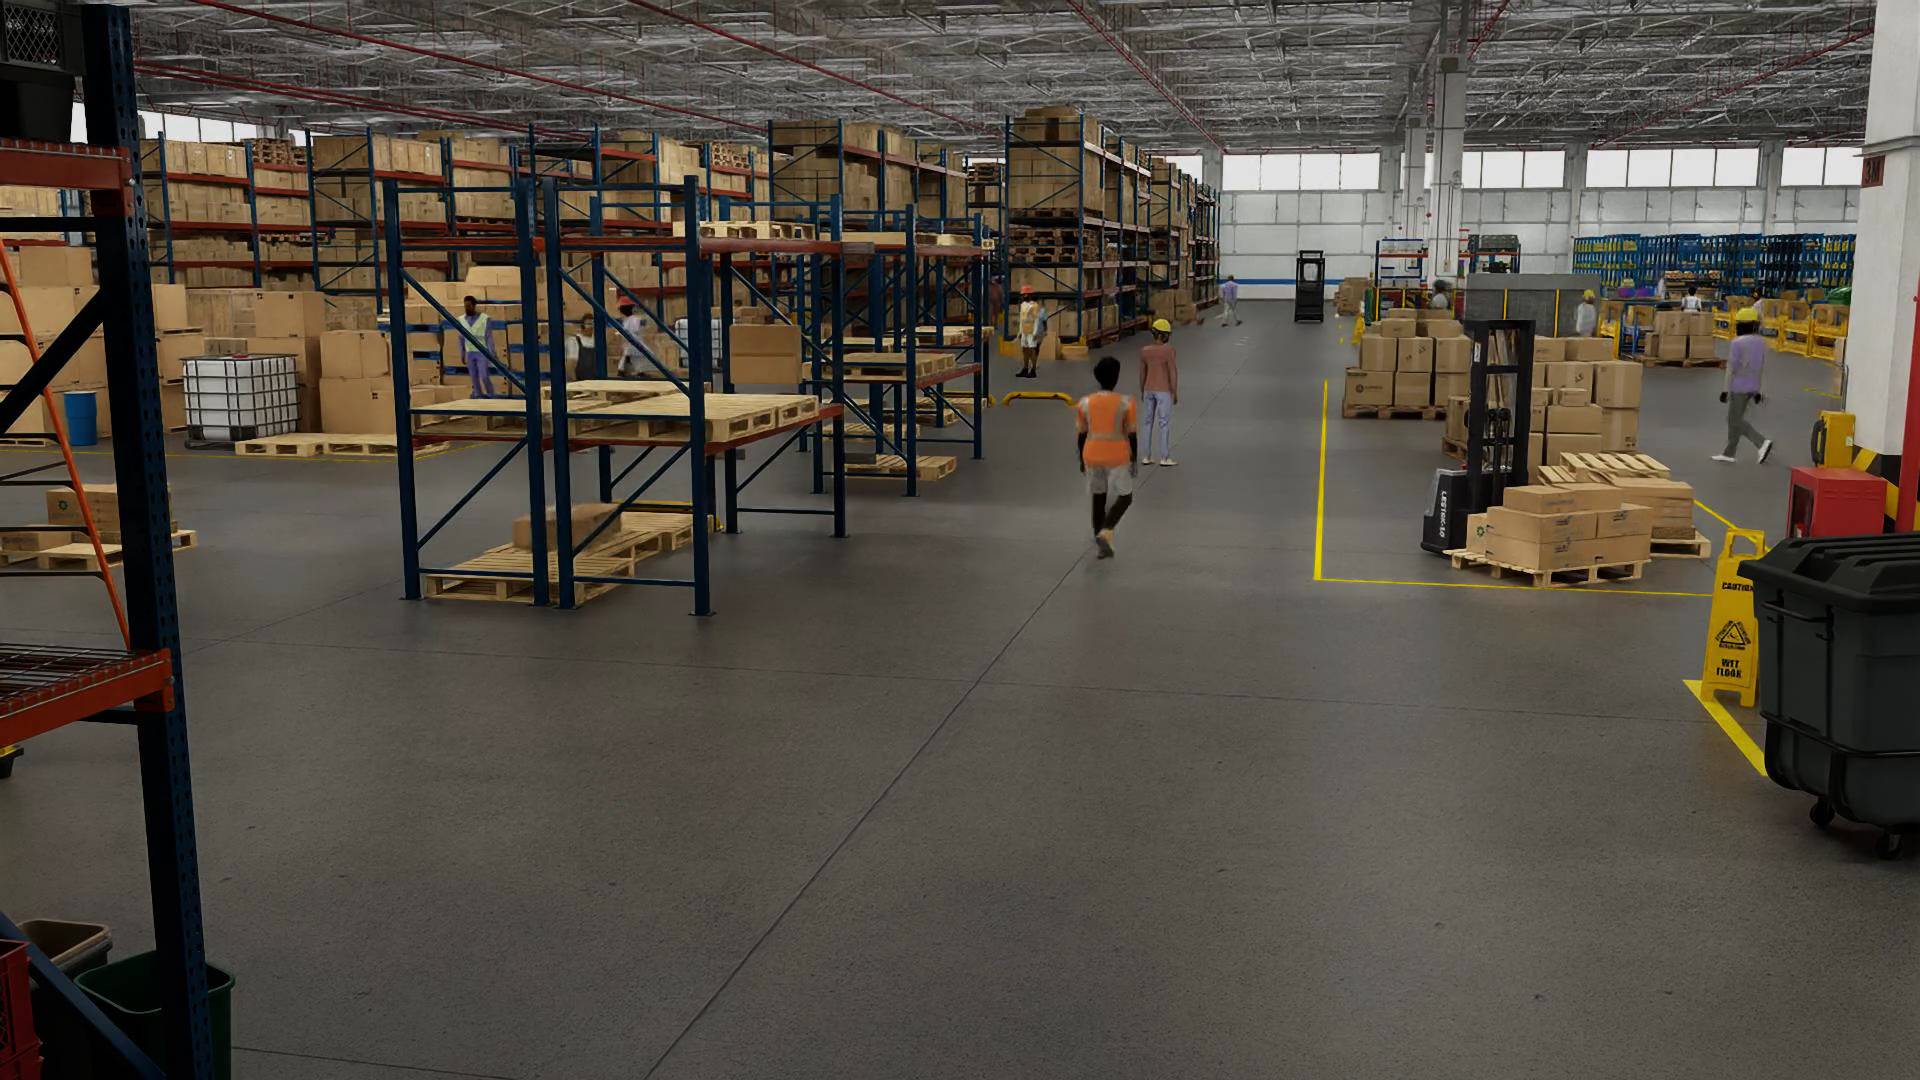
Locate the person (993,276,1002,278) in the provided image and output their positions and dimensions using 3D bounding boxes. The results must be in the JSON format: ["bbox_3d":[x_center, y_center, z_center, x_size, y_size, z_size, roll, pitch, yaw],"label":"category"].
[{"bbox_3d":[2.087,-14.182,93.115,0.572,1.884,0.971,0,10,-2],"label":"person"}]

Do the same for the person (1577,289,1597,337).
[{"bbox_3d":[14.271,-4.830,38.001,0.599,1.803,0.834,-9,13,-44],"label":"person"}]

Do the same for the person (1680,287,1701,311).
[{"bbox_3d":[21.275,-6.532,48.487,0.545,1.647,0.854,3,10,17],"label":"person"}]

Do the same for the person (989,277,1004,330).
[{"bbox_3d":[1.202,-8.325,58.507,0.650,1.870,0.929,-1,10,-3],"label":"person"}]

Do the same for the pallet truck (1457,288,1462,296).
[{"bbox_3d":[20.506,-9.785,68.819,0.653,1.274,1.630,2,10,12],"label":"pallet truck"}]

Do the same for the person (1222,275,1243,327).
[{"bbox_3d":[10.016,-8.812,61.340,0.640,1.877,1.034,9,13,42],"label":"person"}]

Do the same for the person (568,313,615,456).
[{"bbox_3d":[-4.667,-1.945,20.934,0.514,1.798,0.948,-6,11,-32],"label":"person"}]

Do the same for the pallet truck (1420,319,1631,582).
[{"bbox_3d":[4.543,-0.757,13.299,0.823,1.965,1.885,-4,10,-22],"label":"pallet truck"}]

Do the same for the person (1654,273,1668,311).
[{"bbox_3d":[30.917,-10.767,72.949,0.954,1.860,0.664,3,10,20],"label":"person"}]

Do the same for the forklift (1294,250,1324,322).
[{"bbox_3d":[13.778,-10.002,65.433,1.129,2.768,1.873,2,10,12],"label":"forklift"}]

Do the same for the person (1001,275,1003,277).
[{"bbox_3d":[2.300,-14.466,94.974,0.573,1.828,0.644,4,10,21],"label":"person"}]

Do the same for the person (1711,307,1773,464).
[{"bbox_3d":[9.489,-1.852,20.055,0.592,1.909,0.755,-7,12,-34],"label":"person"}]

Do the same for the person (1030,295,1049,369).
[{"bbox_3d":[1.749,-4.703,37.614,0.545,1.673,0.674,-4,10,-22],"label":"person"}]

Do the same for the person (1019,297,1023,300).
[{"bbox_3d":[2.167,-7.467,53.921,0.533,1.697,0.319,-5,11,-27],"label":"person"}]

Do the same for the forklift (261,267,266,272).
[{"bbox_3d":[-24.355,-8.655,57.457,1.873,2.768,1.129,5,11,28],"label":"forklift"}]

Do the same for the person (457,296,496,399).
[{"bbox_3d":[-7.928,-3.066,27.323,0.624,1.889,0.466,2,10,11],"label":"person"}]

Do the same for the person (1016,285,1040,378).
[{"bbox_3d":[1.417,-4.360,34.808,0.369,1.939,0.542,-7,12,-36],"label":"person"}]

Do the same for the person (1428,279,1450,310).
[{"bbox_3d":[11.239,-5.148,39.171,0.543,2.000,0.716,6,11,33],"label":"person"}]

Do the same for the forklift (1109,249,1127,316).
[{"bbox_3d":[5.906,-9.299,61.271,1.873,2.768,1.129,2,10,12],"label":"forklift"}]

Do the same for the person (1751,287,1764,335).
[{"bbox_3d":[17.711,-4.696,37.018,0.331,1.866,0.513,4,10,23],"label":"person"}]

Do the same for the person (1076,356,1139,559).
[{"bbox_3d":[1.192,-0.655,13.591,0.548,1.686,0.449,5,11,28],"label":"person"}]

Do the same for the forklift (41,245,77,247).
[{"bbox_3d":[-23.518,-6.320,43.632,1.873,2.768,1.129,2,10,12],"label":"forklift"}]

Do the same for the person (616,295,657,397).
[{"bbox_3d":[-5.423,-3.102,27.528,0.984,1.896,0.564,-7,12,-35],"label":"person"}]

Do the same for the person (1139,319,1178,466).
[{"bbox_3d":[2.390,-1.763,19.958,0.523,1.762,0.329,8,13,40],"label":"person"}]
